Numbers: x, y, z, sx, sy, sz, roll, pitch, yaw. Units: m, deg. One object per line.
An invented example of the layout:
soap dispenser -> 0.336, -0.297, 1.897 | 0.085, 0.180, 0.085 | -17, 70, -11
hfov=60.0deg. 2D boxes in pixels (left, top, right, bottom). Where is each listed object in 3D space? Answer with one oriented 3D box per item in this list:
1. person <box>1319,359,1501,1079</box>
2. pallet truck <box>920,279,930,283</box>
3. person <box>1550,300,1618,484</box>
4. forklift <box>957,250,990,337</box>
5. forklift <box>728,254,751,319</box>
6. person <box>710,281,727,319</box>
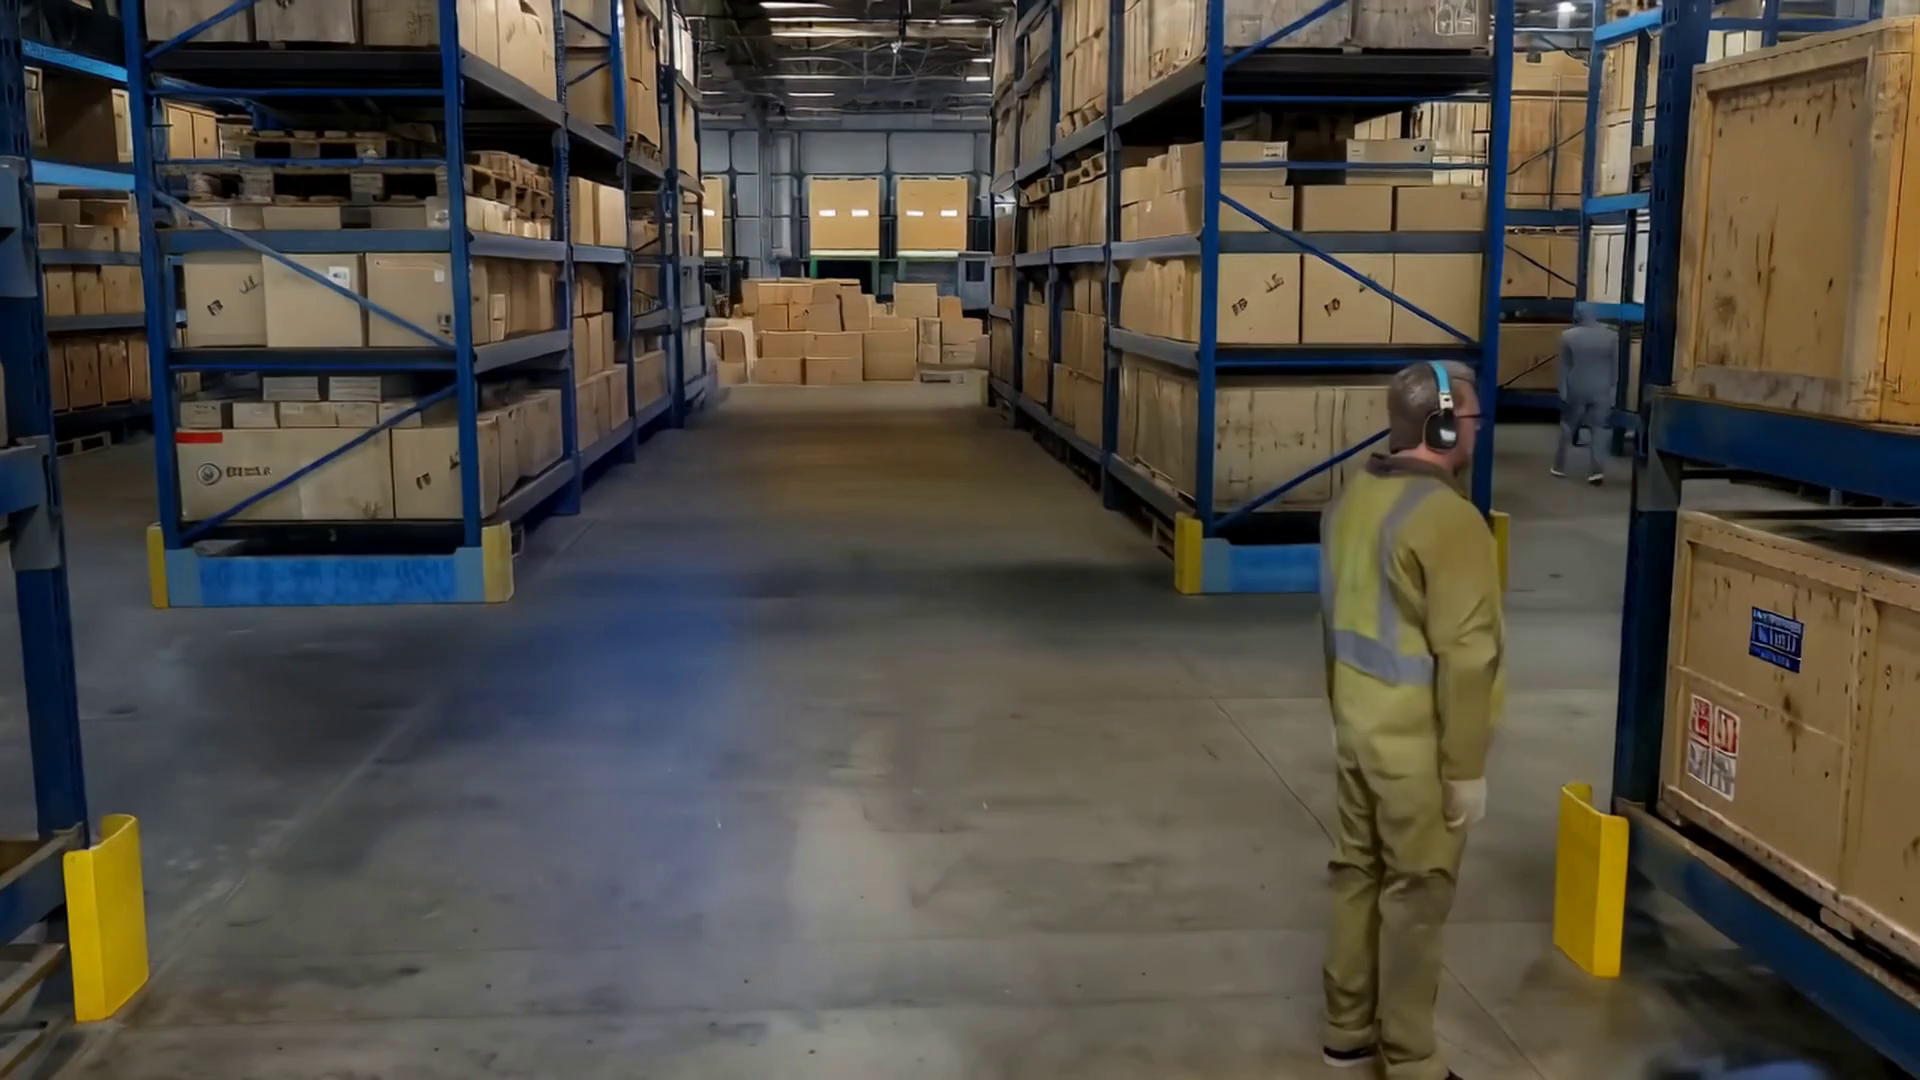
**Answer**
person -> 1.172, 0.495, 4.271 | 0.399, 1.909, 0.642 | -2, 9, -15
pallet truck -> -0.932, -8.922, 63.114 | 1.885, 1.965, 0.823 | 2, 9, 13
person -> 6.422, -1.523, 17.110 | 0.649, 1.861, 0.982 | 0, 9, 3
forklift -> 0.393, -6.751, 46.723 | 1.129, 2.768, 1.873 | 2, 9, 11
forklift -> -7.609, -8.483, 57.593 | 1.873, 2.768, 1.129 | 5, 10, 27
person -> -8.022, -7.674, 55.545 | 0.630, 1.922, 0.590 | -5, 10, -29
